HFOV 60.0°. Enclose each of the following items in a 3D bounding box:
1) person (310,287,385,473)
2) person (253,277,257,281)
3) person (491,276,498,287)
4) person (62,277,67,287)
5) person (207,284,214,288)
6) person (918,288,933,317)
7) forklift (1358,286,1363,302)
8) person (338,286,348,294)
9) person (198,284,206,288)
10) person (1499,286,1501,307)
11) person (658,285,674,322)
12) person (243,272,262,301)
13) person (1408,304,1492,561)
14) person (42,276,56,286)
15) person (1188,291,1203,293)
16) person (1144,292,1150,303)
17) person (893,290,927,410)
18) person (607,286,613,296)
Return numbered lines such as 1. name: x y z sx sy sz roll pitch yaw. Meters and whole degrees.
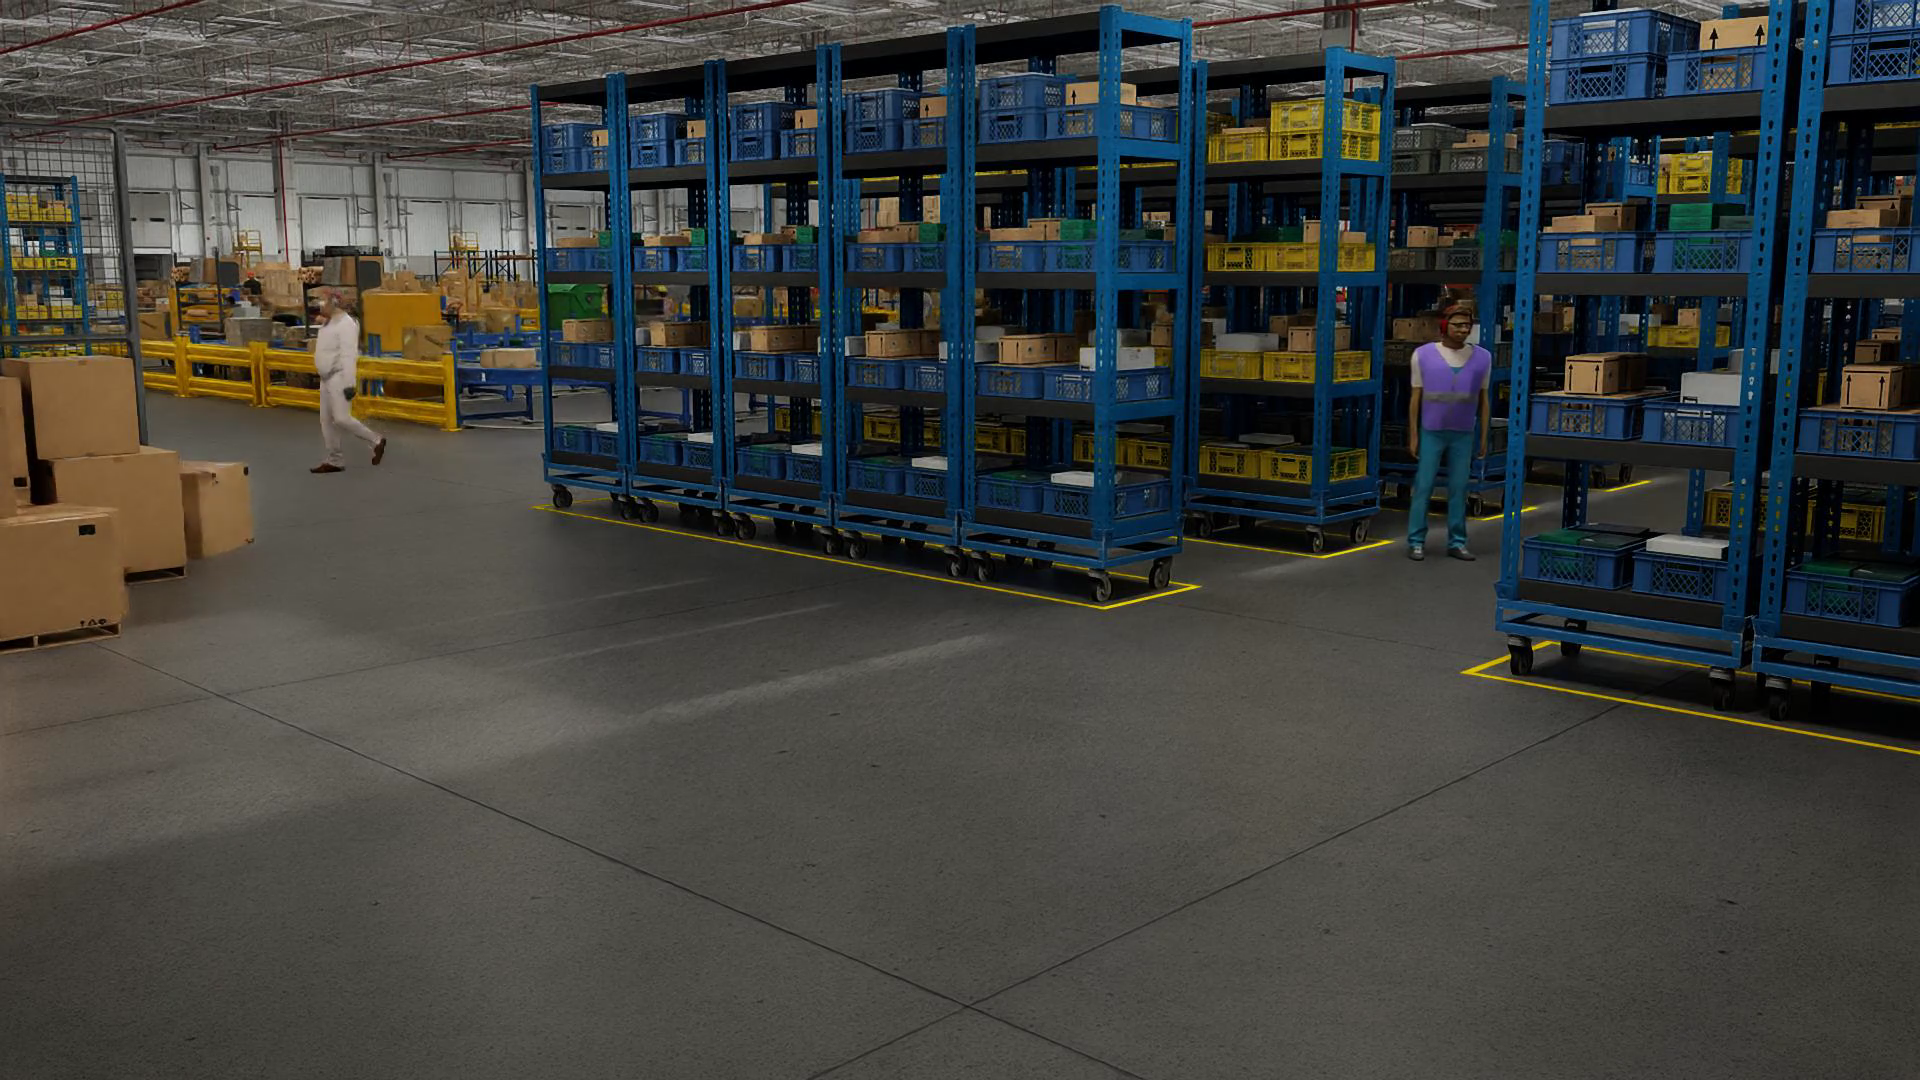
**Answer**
1. person: -6.288 -1.623 16.930 0.648 1.884 0.657 -9 13 -43
2. person: -27.513 -9.371 64.847 0.523 1.757 0.364 9 13 44
3. person: -21.981 -11.615 78.634 0.317 1.743 0.488 -7 12 -39
4. person: -39.718 -10.865 73.802 0.489 1.839 0.644 -6 11 -33
5. person: -37.116 -12.199 82.383 0.546 1.683 0.380 9 13 43
6. person: -0.957 -6.084 44.628 0.903 1.791 0.608 2 9 10
7. forklift: 11.100 -7.017 46.970 1.873 2.768 1.129 9 13 43
8. person: -23.761 -9.265 63.895 0.561 1.848 0.560 5 10 26
9. person: -34.654 -11.308 76.286 0.962 1.892 0.658 -1 9 -7
10. person: 14.257 -6.146 44.561 0.632 1.915 0.676 -7 11 -36
11. person: -6.556 -4.759 36.645 0.533 1.729 0.892 -4 10 -21
12. person: -26.881 -9.207 63.221 0.634 1.962 0.535 -3 10 -18
13. person: 3.453 -0.750 11.774 0.576 1.832 0.406 0 9 0
14. person: -25.524 -6.506 46.501 0.831 2.018 0.613 -2 9 -10
15. person: 7.726 -7.926 55.641 0.955 1.862 0.684 -8 12 -40
16. person: 7.036 -9.025 62.889 0.318 1.700 0.535 1 9 4
17. person: -0.678 -2.649 23.457 0.604 1.812 0.632 8 12 39
18. person: -13.093 -9.136 62.525 0.921 2.000 0.708 -7 11 -36
